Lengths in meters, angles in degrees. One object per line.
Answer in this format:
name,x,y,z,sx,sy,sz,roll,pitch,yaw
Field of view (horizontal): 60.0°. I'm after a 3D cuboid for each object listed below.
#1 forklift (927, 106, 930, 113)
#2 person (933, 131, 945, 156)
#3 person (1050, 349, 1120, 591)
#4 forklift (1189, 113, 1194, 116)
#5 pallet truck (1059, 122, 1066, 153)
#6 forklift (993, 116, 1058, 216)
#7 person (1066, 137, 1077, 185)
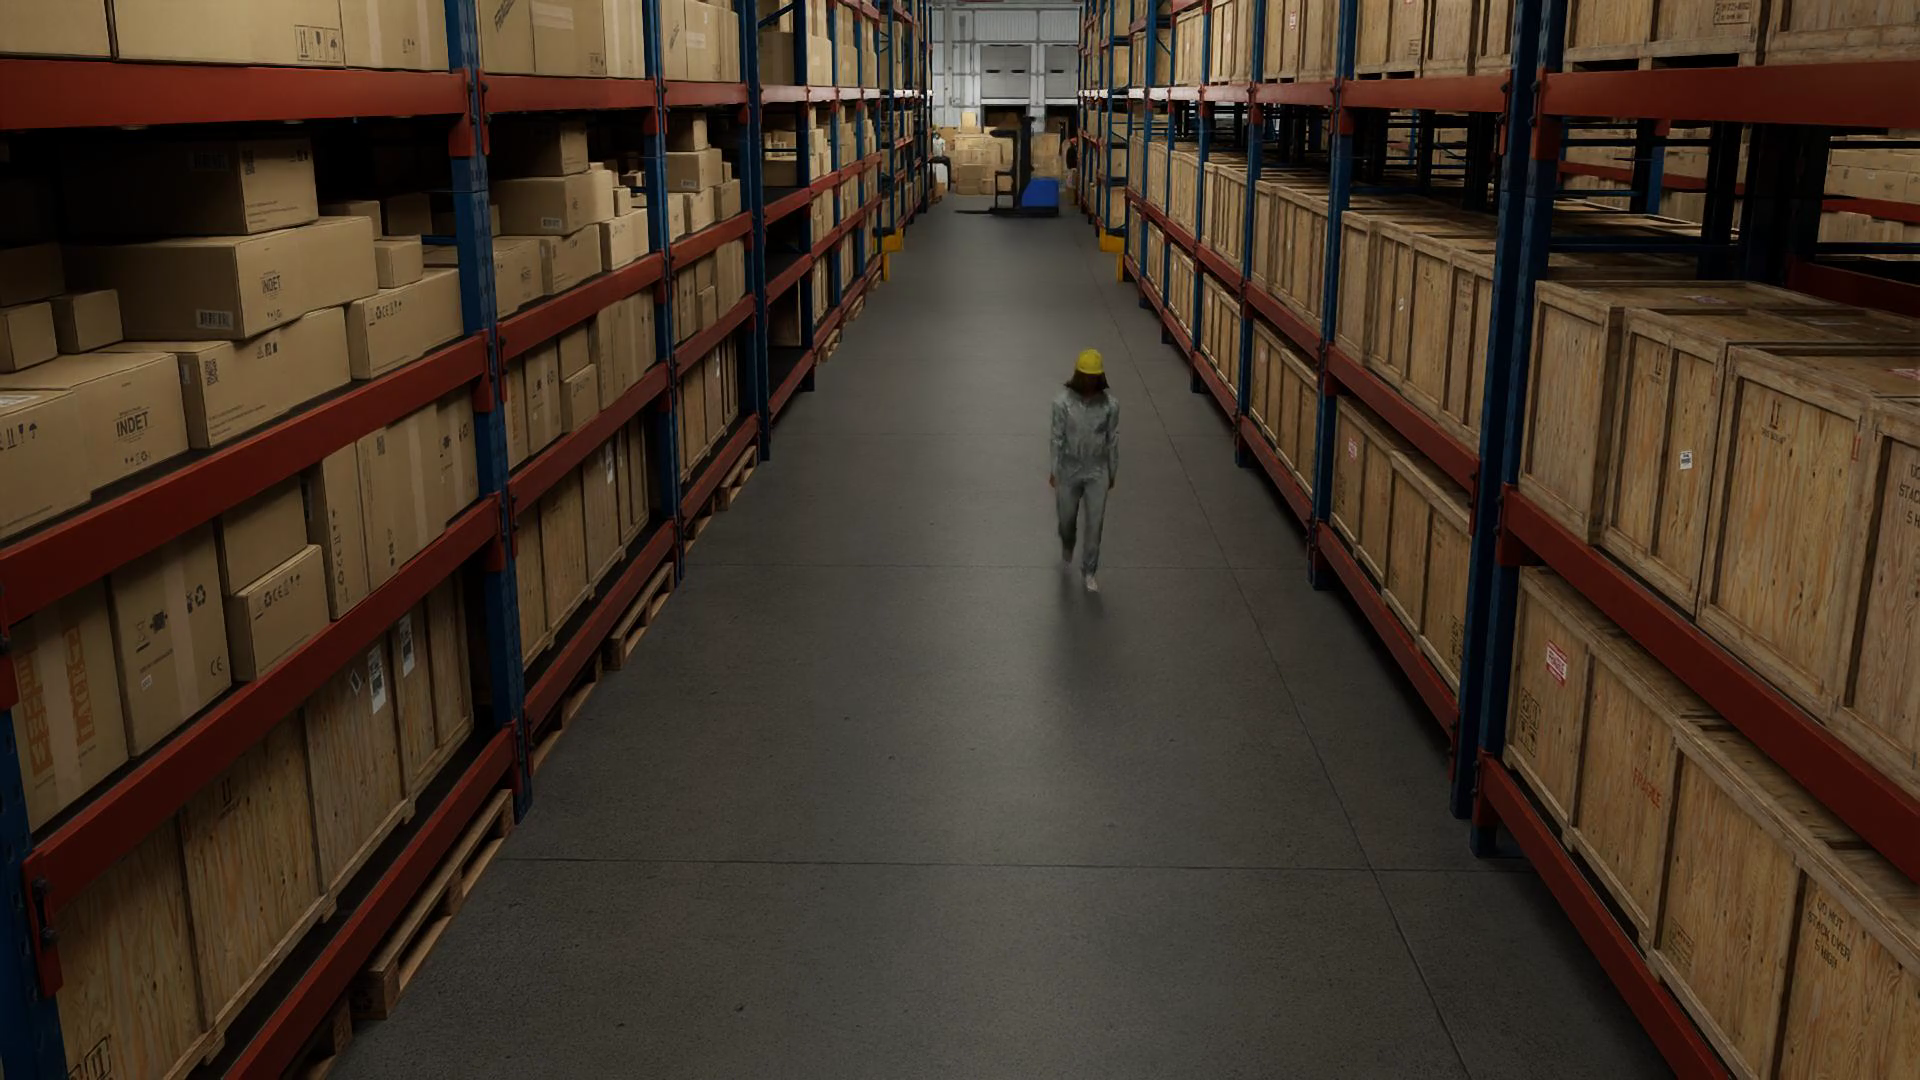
forklift,-2.001,-20.667,84.687,1.129,2.768,1.873,0,15,2
person,-0.926,-15.952,68.928,0.627,1.940,0.371,4,16,15
person,0.890,-0.519,11.894,0.505,1.728,0.473,0,15,0
forklift,8.045,-13.284,57.216,1.129,2.768,1.873,0,15,1
pallet truck,5.788,-21.111,88.014,1.885,1.965,0.823,5,16,18
forklift,1.893,-10.737,47.742,1.873,2.768,1.129,0,15,2
person,3.878,-12.792,57.064,0.396,1.992,0.623,-8,17,-27
